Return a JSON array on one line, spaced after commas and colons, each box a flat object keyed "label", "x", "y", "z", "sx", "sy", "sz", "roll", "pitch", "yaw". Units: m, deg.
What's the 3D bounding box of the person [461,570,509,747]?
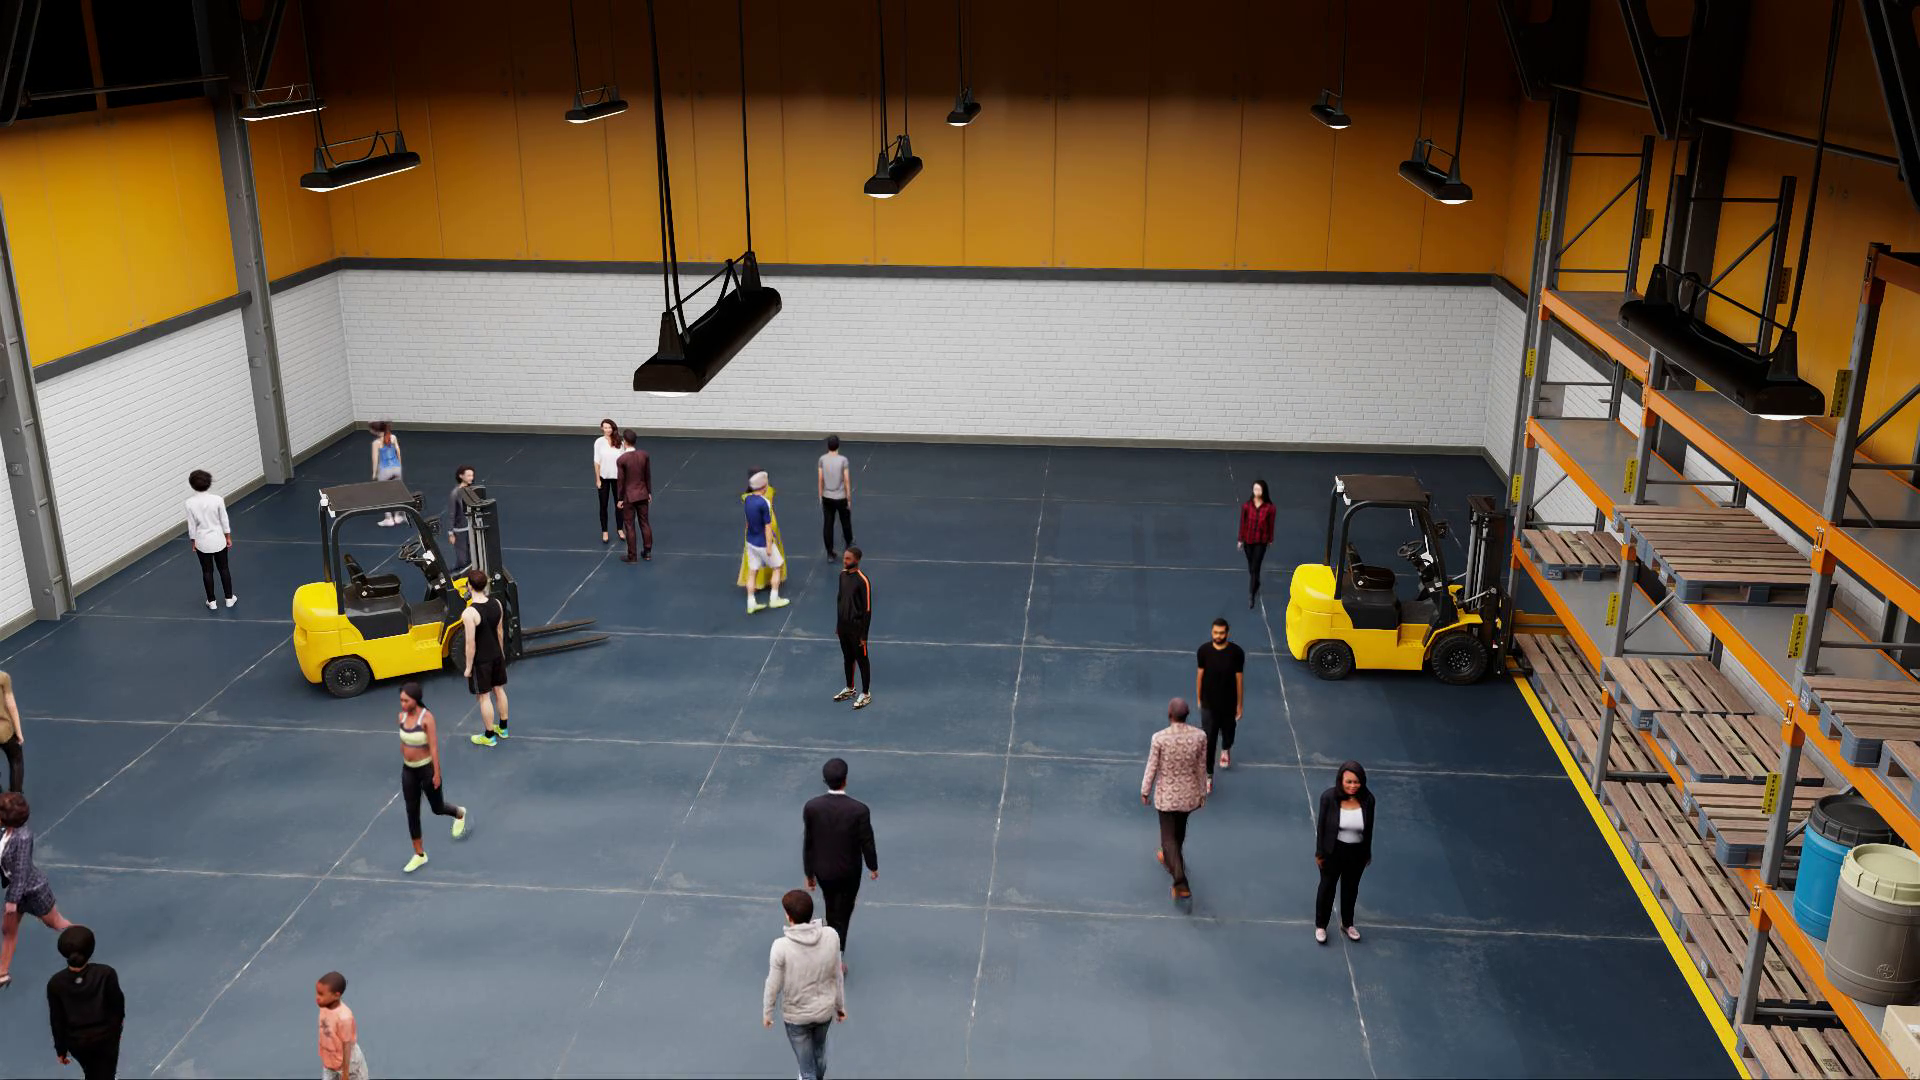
[{"label": "person", "x": -4.940, "y": 1.216, "z": 17.290, "sx": 0.827, "sy": 1.890, "sz": 0.665, "roll": 10, "pitch": 21, "yaw": 28}]

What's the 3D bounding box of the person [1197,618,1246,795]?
[{"label": "person", "x": 2.583, "y": 1.585, "z": 16.444, "sx": 0.689, "sy": 1.732, "sz": 1.096, "roll": 3, "pitch": 19, "yaw": 10}]

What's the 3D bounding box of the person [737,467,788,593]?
[{"label": "person", "x": -2.594, "y": -0.156, "z": 21.735, "sx": 1.009, "sy": 1.654, "sz": 1.070, "roll": -16, "pitch": 24, "yaw": -39}]

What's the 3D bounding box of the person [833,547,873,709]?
[{"label": "person", "x": -1.160, "y": 0.935, "z": 18.253, "sx": 0.697, "sy": 1.808, "sz": 0.728, "roll": 16, "pitch": 25, "yaw": 40}]

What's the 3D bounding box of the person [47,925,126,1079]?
[{"label": "person", "x": -5.822, "y": 3.416, "z": 11.164, "sx": 0.852, "sy": 1.630, "sz": 1.183, "roll": -6, "pitch": 19, "yaw": -16}]

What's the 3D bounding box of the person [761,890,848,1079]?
[{"label": "person", "x": -0.996, "y": 3.258, "z": 11.312, "sx": 0.981, "sy": 1.835, "sz": 1.066, "roll": -11, "pitch": 21, "yaw": -29}]

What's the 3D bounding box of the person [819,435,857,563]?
[{"label": "person", "x": -1.731, "y": -0.544, "z": 22.780, "sx": 0.731, "sy": 1.722, "sz": 1.057, "roll": 4, "pitch": 19, "yaw": 11}]

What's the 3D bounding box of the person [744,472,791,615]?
[{"label": "person", "x": -2.570, "y": 0.063, "z": 20.831, "sx": 0.882, "sy": 1.816, "sz": 0.955, "roll": 16, "pitch": 24, "yaw": 39}]

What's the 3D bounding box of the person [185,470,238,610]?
[{"label": "person", "x": -9.499, "y": -0.015, "z": 21.074, "sx": 0.724, "sy": 1.809, "sz": 0.731, "roll": -8, "pitch": 20, "yaw": -23}]

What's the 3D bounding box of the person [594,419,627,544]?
[{"label": "person", "x": -4.958, "y": -0.852, "z": 23.581, "sx": 0.680, "sy": 1.795, "sz": 0.682, "roll": -8, "pitch": 20, "yaw": -23}]

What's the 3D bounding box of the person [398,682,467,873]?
[{"label": "person", "x": -4.793, "y": 2.070, "z": 15.005, "sx": 0.741, "sy": 1.729, "sz": 1.088, "roll": 6, "pitch": 20, "yaw": 19}]

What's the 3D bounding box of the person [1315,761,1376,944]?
[{"label": "person", "x": 3.166, "y": 2.556, "z": 13.739, "sx": 0.696, "sy": 1.617, "sz": 0.686, "roll": -2, "pitch": 19, "yaw": -7}]

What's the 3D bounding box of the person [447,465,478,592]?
[{"label": "person", "x": -6.458, "y": -0.123, "z": 21.482, "sx": 0.840, "sy": 1.753, "sz": 0.811, "roll": 11, "pitch": 21, "yaw": 29}]

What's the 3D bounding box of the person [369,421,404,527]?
[{"label": "person", "x": -8.347, "y": -0.999, "z": 24.345, "sx": 0.710, "sy": 1.584, "sz": 0.788, "roll": -10, "pitch": 21, "yaw": -28}]

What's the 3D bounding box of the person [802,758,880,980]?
[{"label": "person", "x": -0.988, "y": 2.656, "z": 13.079, "sx": 0.809, "sy": 1.849, "sz": 1.023, "roll": 5, "pitch": 19, "yaw": 14}]

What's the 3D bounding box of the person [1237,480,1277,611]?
[{"label": "person", "x": 3.787, "y": 0.009, "z": 21.310, "sx": 0.759, "sy": 1.613, "sz": 1.122, "roll": 6, "pitch": 19, "yaw": 16}]

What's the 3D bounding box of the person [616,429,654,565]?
[{"label": "person", "x": -4.448, "y": -0.604, "z": 22.733, "sx": 0.771, "sy": 1.866, "sz": 0.833, "roll": -15, "pitch": 24, "yaw": -38}]

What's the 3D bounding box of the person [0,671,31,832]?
[{"label": "person", "x": -9.024, "y": 1.845, "z": 15.502, "sx": 0.797, "sy": 1.839, "sz": 0.820, "roll": -7, "pitch": 20, "yaw": -19}]

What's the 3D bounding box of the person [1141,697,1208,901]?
[{"label": "person", "x": 1.893, "y": 2.253, "z": 14.373, "sx": 0.988, "sy": 1.786, "sz": 1.290, "roll": -5, "pitch": 19, "yaw": -14}]

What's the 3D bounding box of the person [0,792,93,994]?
[{"label": "person", "x": -7.239, "y": 2.759, "z": 13.092, "sx": 0.995, "sy": 1.645, "sz": 1.133, "roll": 16, "pitch": 24, "yaw": 40}]

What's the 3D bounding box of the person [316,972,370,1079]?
[{"label": "person", "x": -4.169, "y": 3.521, "z": 11.390, "sx": 0.761, "sy": 1.288, "sz": 0.896, "roll": 14, "pitch": 23, "yaw": 35}]
